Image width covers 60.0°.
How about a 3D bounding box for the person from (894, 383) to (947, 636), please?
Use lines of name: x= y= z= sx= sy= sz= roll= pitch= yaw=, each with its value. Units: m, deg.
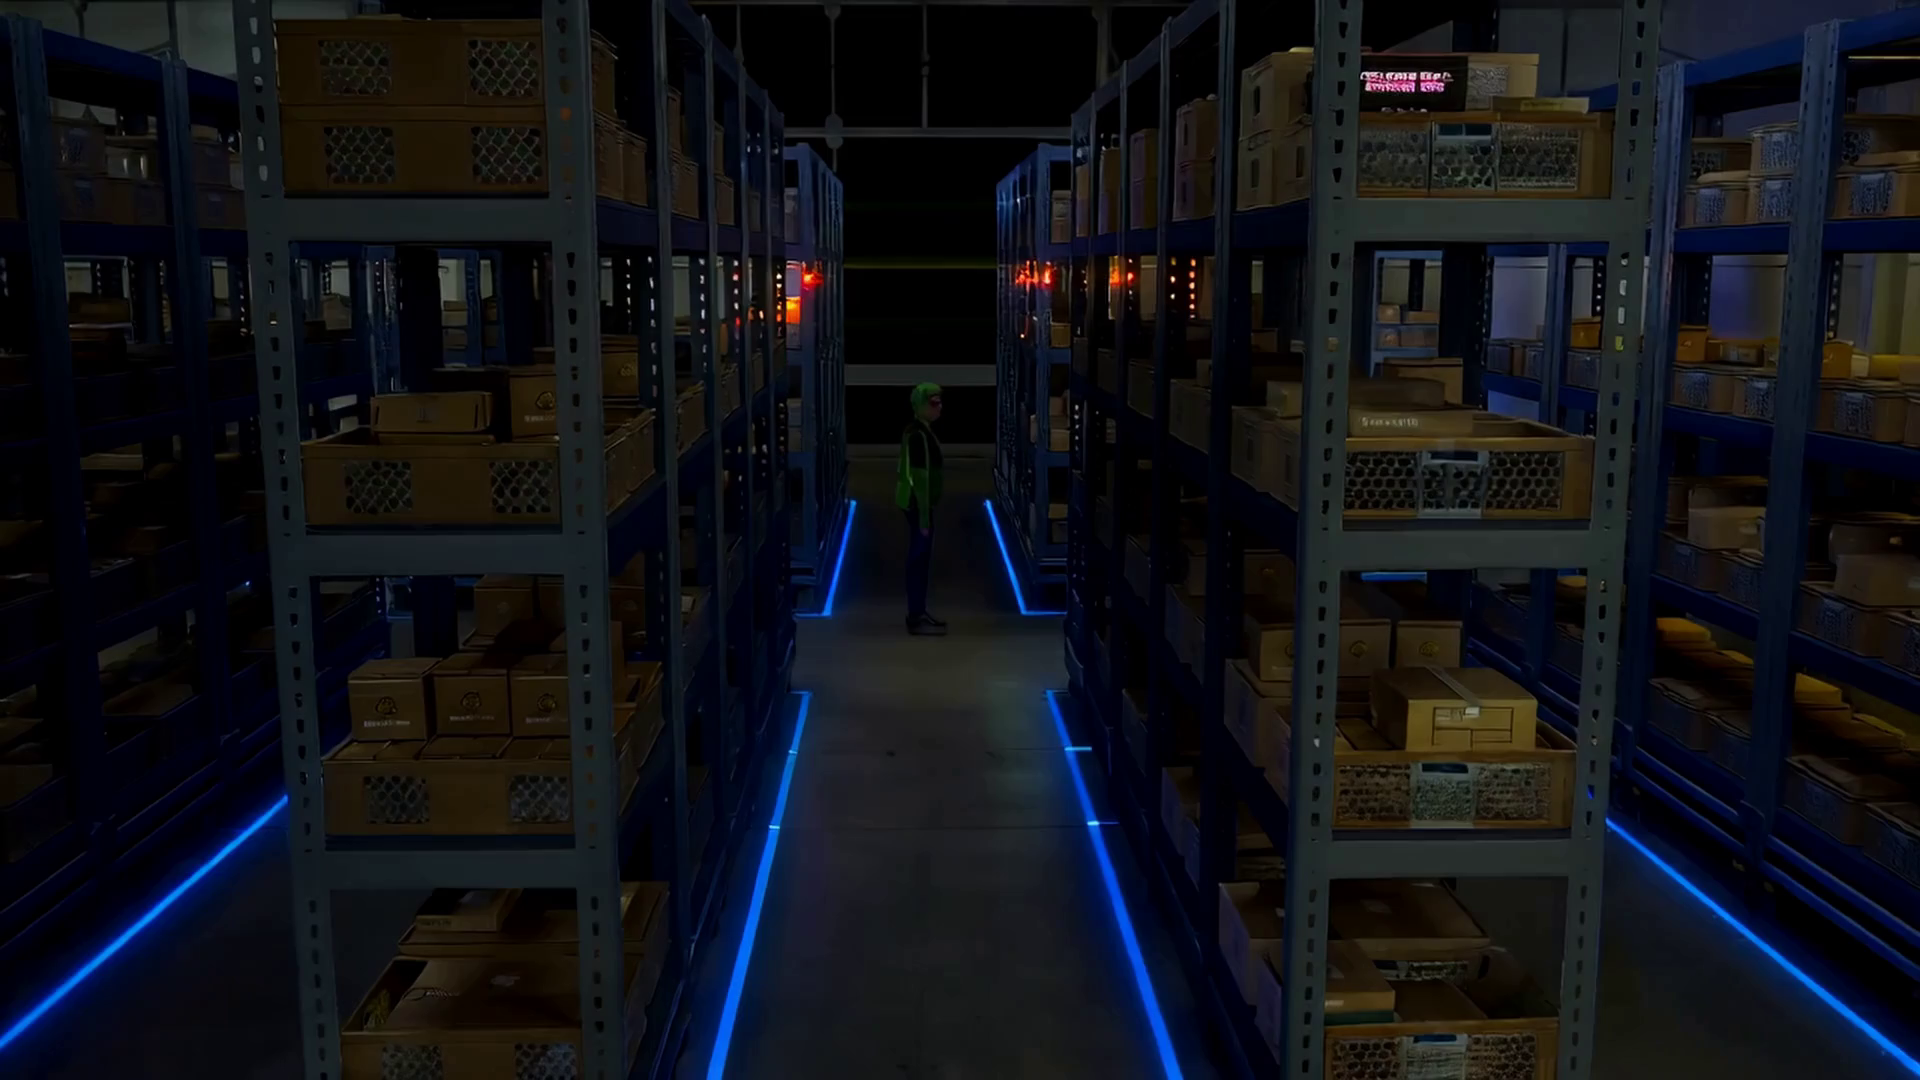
person: x=-0.285 y=-0.228 z=12.172 sx=0.385 sy=1.845 sz=0.569 roll=0 pitch=9 yaw=0
